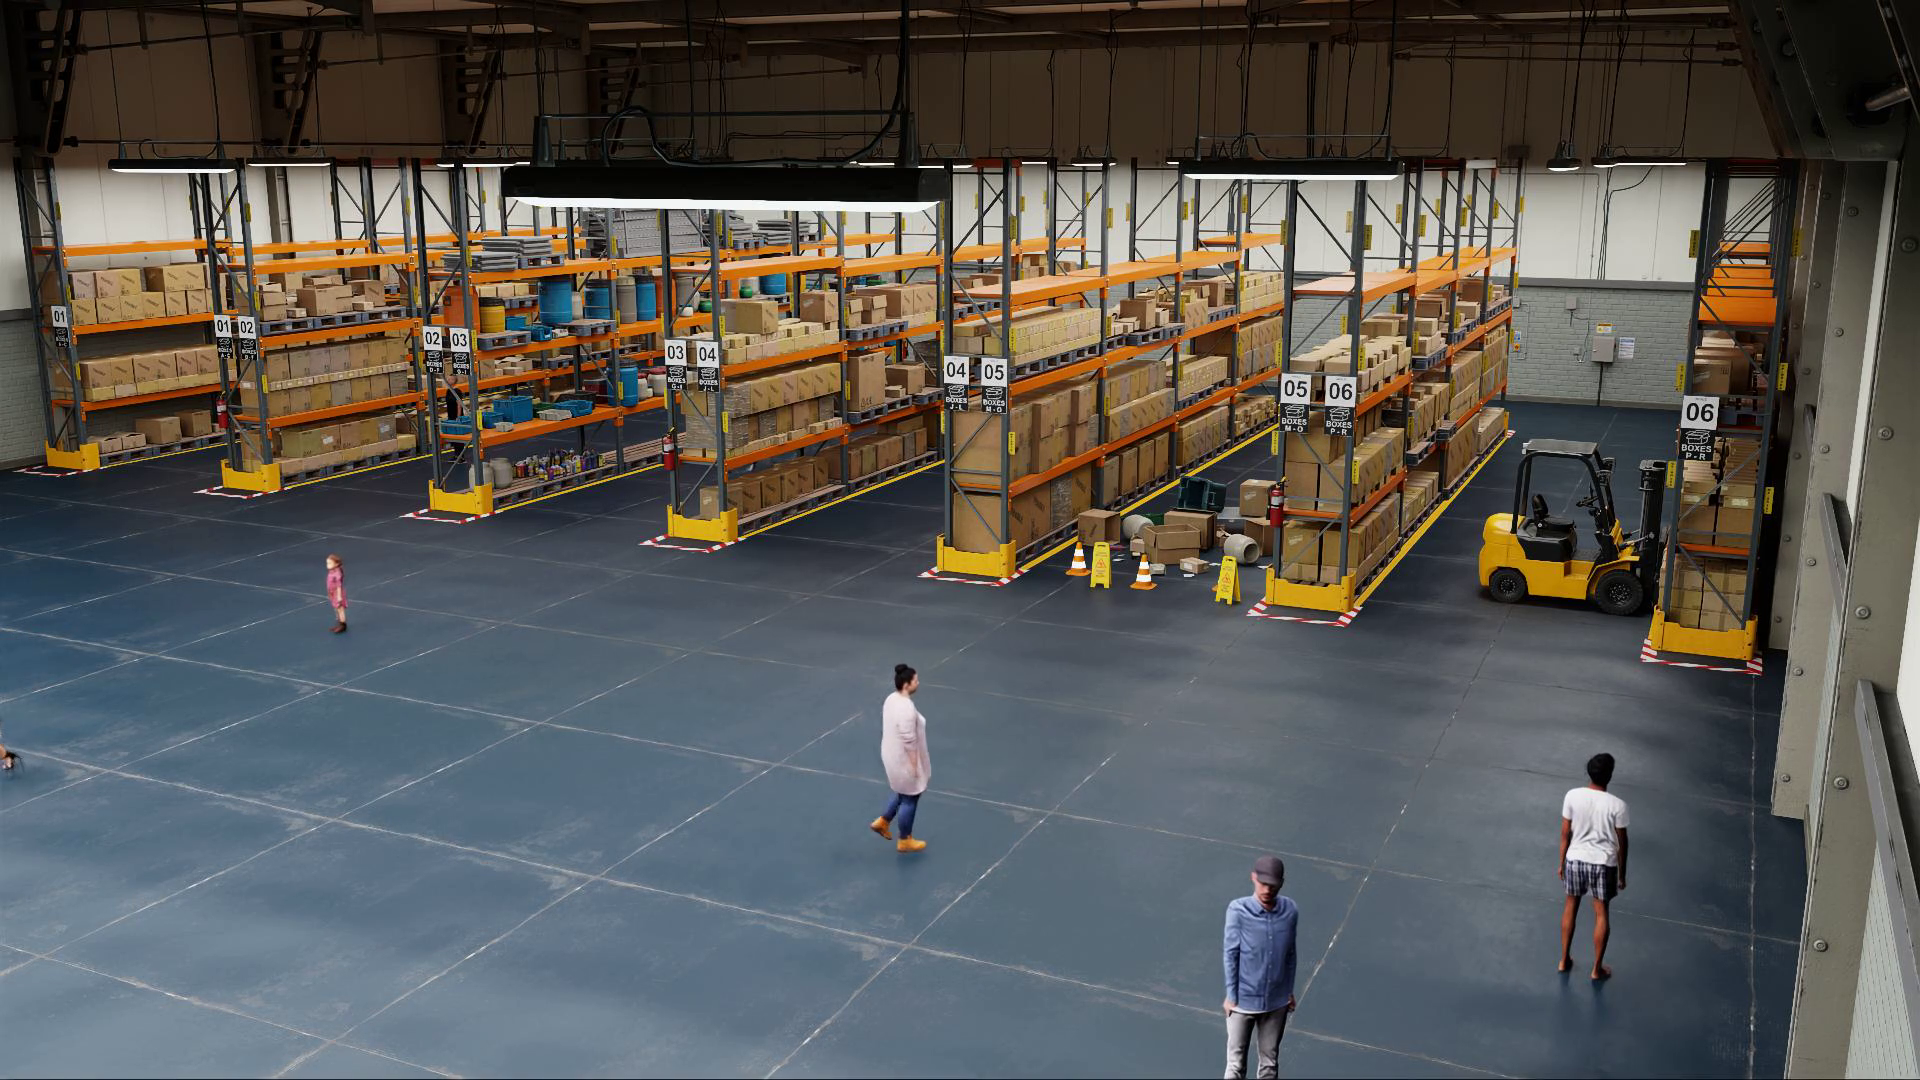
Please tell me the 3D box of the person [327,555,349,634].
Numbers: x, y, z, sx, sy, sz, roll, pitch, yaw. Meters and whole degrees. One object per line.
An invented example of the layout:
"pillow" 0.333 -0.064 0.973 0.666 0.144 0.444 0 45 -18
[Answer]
"person" -8.067 0.684 21.546 0.514 1.022 0.481 -12 18 -41

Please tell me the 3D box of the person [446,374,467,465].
"person" -10.099 -2.465 33.281 0.750 1.862 0.770 -10 17 -37

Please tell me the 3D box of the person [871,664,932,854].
"person" -0.568 1.922 14.623 0.940 1.732 0.880 -4 14 -17

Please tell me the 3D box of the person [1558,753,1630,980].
"person" 4.722 2.426 12.445 0.680 1.733 0.583 9 16 35

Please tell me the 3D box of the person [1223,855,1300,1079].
"person" 1.857 2.832 10.357 0.746 1.884 0.773 -3 13 -11
